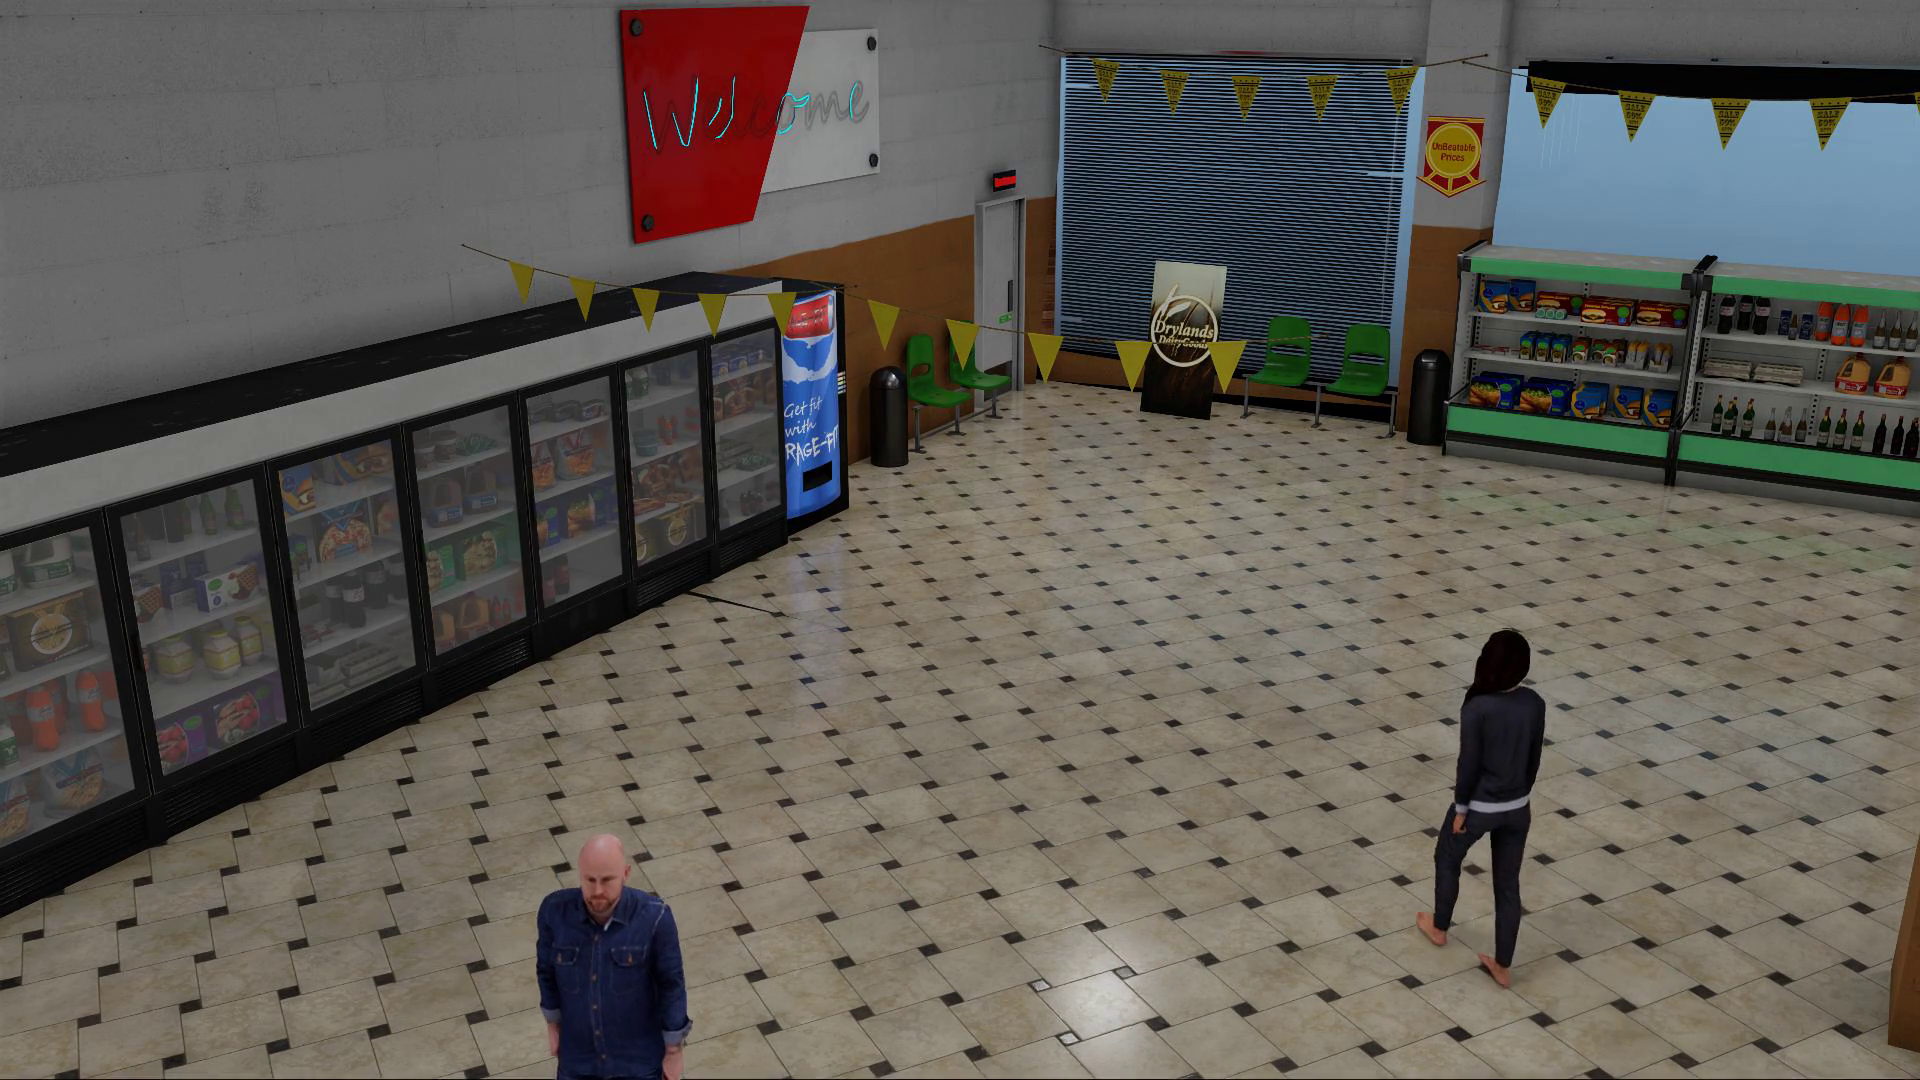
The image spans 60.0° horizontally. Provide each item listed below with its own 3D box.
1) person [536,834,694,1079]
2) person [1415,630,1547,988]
[{"bbox_3d":[-1.266,1.881,6.183,1.082,1.798,1.078,1,19,2],"label":"person"},{"bbox_3d":[2.588,1.316,7.946,0.940,1.742,0.988,-4,19,-11],"label":"person"}]
